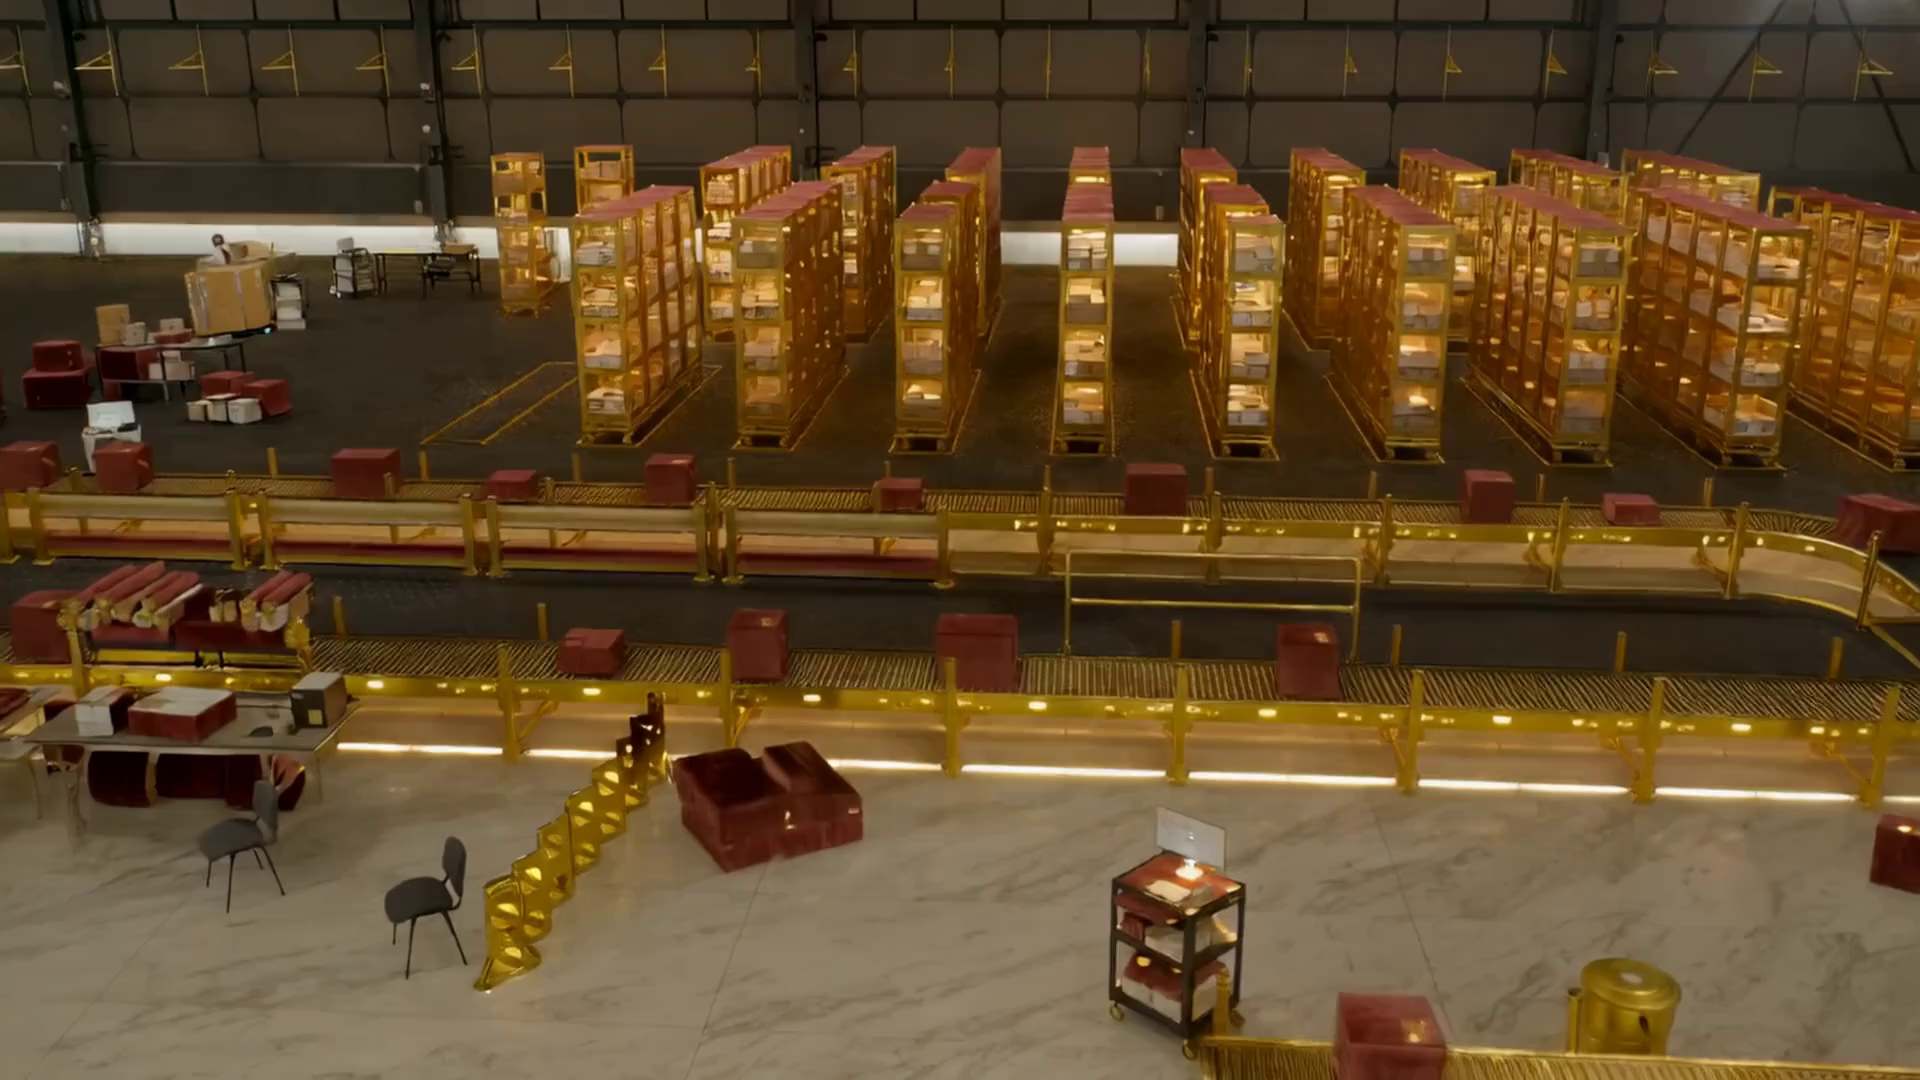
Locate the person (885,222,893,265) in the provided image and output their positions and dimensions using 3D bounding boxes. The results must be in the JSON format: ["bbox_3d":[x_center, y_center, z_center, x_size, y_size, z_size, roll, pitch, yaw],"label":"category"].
[{"bbox_3d":[-1.922,-7.425,42.097,0.565,1.846,0.390,-16,23,-41],"label":"person"}]

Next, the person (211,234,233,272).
[{"bbox_3d":[-16.317,-5.802,36.818,0.445,1.924,0.615,-1,18,-3],"label":"person"}]

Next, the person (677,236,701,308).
[{"bbox_3d":[-6.274,-6.239,38.357,0.590,1.833,0.404,16,23,41],"label":"person"}]
